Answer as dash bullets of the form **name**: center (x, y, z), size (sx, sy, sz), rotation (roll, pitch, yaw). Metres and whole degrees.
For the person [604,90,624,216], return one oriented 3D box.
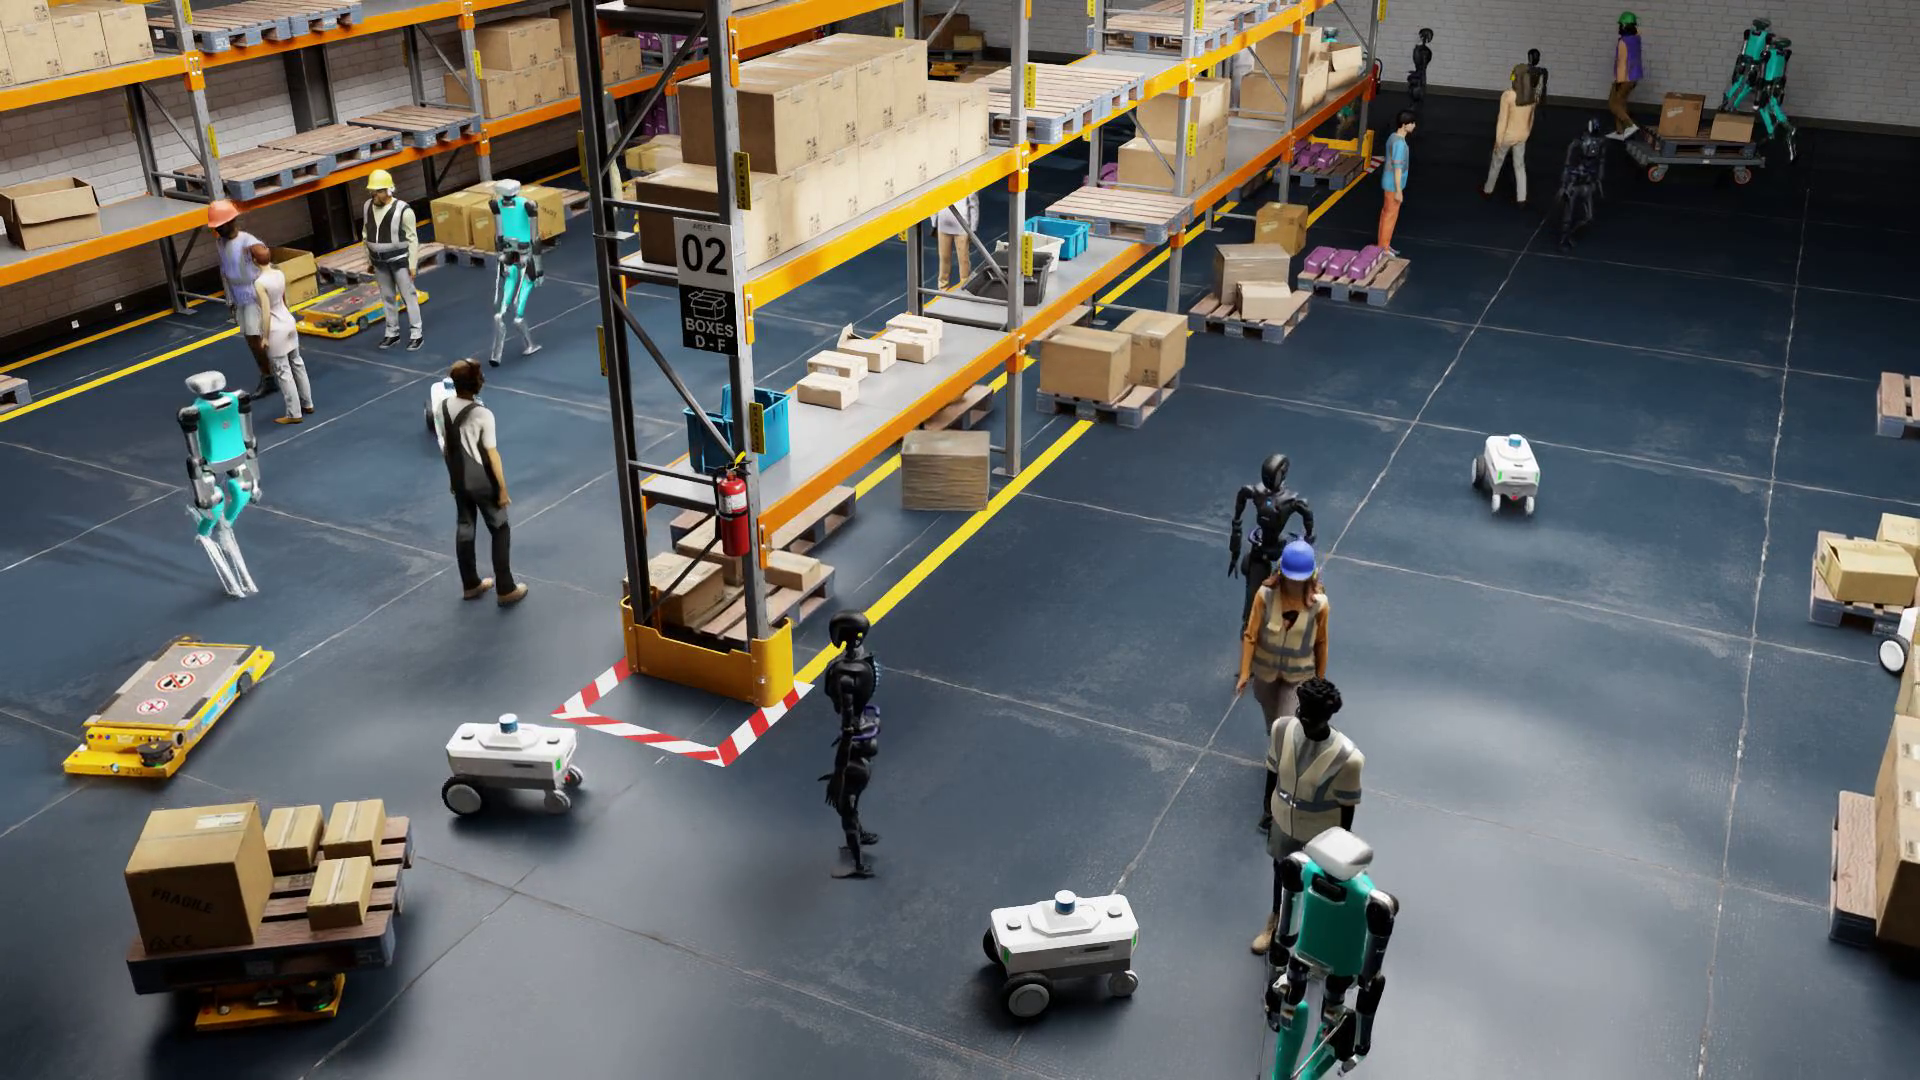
- **person**: center (-4.525, -5.065, 21.246), size (0.384, 1.835, 0.573), rotation (5, 27, 11)

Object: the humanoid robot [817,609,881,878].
- **humanoid robot**: center (-0.592, 1.119, 8.929), size (0.335, 1.655, 0.593), rotation (0, 26, 1)

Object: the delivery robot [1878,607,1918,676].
- **delivery robot**: center (6.533, 0.729, 10.986), size (0.510, 0.597, 0.769), rotation (-7, 27, -14)

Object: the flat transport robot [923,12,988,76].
- **flat transport robot**: center (-0.156, -8.690, 30.332), size (0.659, 0.231, 1.431), rotation (3, 27, 6)

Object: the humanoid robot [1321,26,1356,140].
- **humanoid robot**: center (5.639, -6.610, 24.547), size (0.761, 1.835, 0.543), rotation (11, 28, 21)

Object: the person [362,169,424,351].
- **person**: center (-5.702, -2.800, 16.668), size (0.589, 1.837, 0.404), rotation (7, 27, 13)

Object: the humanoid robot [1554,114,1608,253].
- **humanoid robot**: center (7.358, -4.244, 19.754), size (0.612, 1.645, 0.387), rotation (-8, 27, -15)

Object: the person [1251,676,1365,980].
- **person**: center (1.732, 1.416, 8.312), size (0.533, 1.692, 0.320), rotation (23, 34, 38)

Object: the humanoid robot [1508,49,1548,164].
- **humanoid robot**: center (8.081, -6.129, 23.599), size (0.592, 1.631, 0.713), rotation (-6, 27, -11)

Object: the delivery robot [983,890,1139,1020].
- **delivery robot**: center (0.516, 2.024, 8.351), size (0.774, 0.581, 0.499), rotation (-5, 27, -9)

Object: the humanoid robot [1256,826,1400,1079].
- **humanoid robot**: center (1.361, 2.095, 6.945), size (1.034, 1.757, 0.539), rotation (-24, 35, -39)

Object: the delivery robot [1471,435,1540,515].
- **delivery robot**: center (4.508, -0.576, 13.636), size (0.499, 0.610, 0.788), rotation (4, 27, 7)

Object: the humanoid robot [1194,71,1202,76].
- **humanoid robot**: center (3.151, -6.417, 24.192), size (0.800, 1.863, 0.540), rotation (-4, 27, -8)

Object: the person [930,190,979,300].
- **person**: center (-0.072, -3.395, 17.960), size (0.560, 1.752, 0.327), rotation (11, 29, 22)

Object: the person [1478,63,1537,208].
- **person**: center (7.226, -5.286, 21.705), size (0.579, 1.828, 0.990), rotation (-7, 27, -13)

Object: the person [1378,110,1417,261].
- **person**: center (5.109, -4.153, 19.492), size (0.339, 1.759, 0.499), rotation (3, 26, 6)

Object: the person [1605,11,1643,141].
- **person**: center (10.017, -6.954, 25.004), size (0.624, 1.887, 0.555), rotation (23, 34, 38)

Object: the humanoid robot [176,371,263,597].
- **humanoid robot**: center (-5.334, -0.378, 11.911), size (0.651, 1.810, 0.541), rotation (16, 31, 30)

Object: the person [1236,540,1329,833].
- **person**: center (1.882, 0.732, 9.658), size (0.473, 1.727, 0.922), rotation (10, 28, 18)

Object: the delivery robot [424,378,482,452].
- **delivery robot**: center (-4.504, -1.145, 14.791), size (0.499, 0.614, 0.815), rotation (-8, 27, -16)

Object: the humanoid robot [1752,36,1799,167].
- **humanoid robot**: center (11.749, -6.195, 23.662), size (0.541, 1.786, 0.912), rotation (-12, 29, -23)

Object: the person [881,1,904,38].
- **person**: center (-1.143, -9.315, 29.866), size (0.523, 1.800, 0.822), rotation (0, 26, -1)

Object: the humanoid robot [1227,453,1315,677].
- **humanoid robot**: center (2.051, 0.141, 10.969), size (0.611, 1.610, 0.755), rotation (14, 30, 27)

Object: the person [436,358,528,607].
- **person**: center (-3.441, -0.404, 11.840), size (0.521, 1.837, 0.343), rotation (13, 29, 24)

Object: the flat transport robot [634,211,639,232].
- **flat transport robot**: center (-3.753, -4.198, 21.259), size (0.659, 0.231, 1.431), rotation (-1, 26, -2)

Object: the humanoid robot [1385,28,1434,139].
- **humanoid robot**: center (6.839, -6.895, 25.136), size (0.643, 1.629, 0.602), rotation (1, 26, 3)

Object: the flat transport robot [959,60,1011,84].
- **flat transport robot**: center (0.515, -6.560, 26.029), size (1.431, 0.231, 0.659), rotation (7, 27, 13)

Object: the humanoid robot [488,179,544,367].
- **humanoid robot**: center (-4.481, -2.554, 16.371), size (0.555, 1.863, 0.823), rotation (10, 28, 20)

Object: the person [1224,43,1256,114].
- **person**: center (4.285, -6.878, 24.850), size (0.655, 1.885, 0.623), rotation (7, 27, 13)

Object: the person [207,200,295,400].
- **person**: center (-6.613, -2.233, 15.441), size (0.548, 1.915, 0.474), rotation (17, 31, 30)

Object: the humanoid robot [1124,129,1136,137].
- **humanoid robot**: center (2.907, -6.913, 25.204), size (0.780, 1.622, 0.590), rotation (3, 27, 6)

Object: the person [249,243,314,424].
- **person**: center (-6.133, -1.858, 14.962), size (0.271, 1.656, 0.458), rotation (4, 27, 8)

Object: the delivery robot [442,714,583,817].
- **delivery robot**: center (-2.649, 1.300, 9.819), size (0.773, 0.586, 0.499), rotation (2, 26, 5)

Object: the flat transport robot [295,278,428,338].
- **flat transport robot**: center (-6.422, -2.483, 17.793), size (0.659, 0.231, 1.431), rotation (10, 28, 20)

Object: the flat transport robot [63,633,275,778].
- **flat transport robot**: center (-5.045, 1.044, 10.670), size (0.659, 0.231, 1.431), rotation (2, 26, 5)

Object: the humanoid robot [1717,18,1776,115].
- **humanoid robot**: center (11.777, -6.959, 25.221), size (0.797, 1.799, 0.531), rotation (-10, 28, -20)

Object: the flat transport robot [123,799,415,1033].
- **flat transport robot**: center (-3.516, 2.001, 8.736), size (0.659, 0.231, 1.431), rotation (-4, 27, -9)
